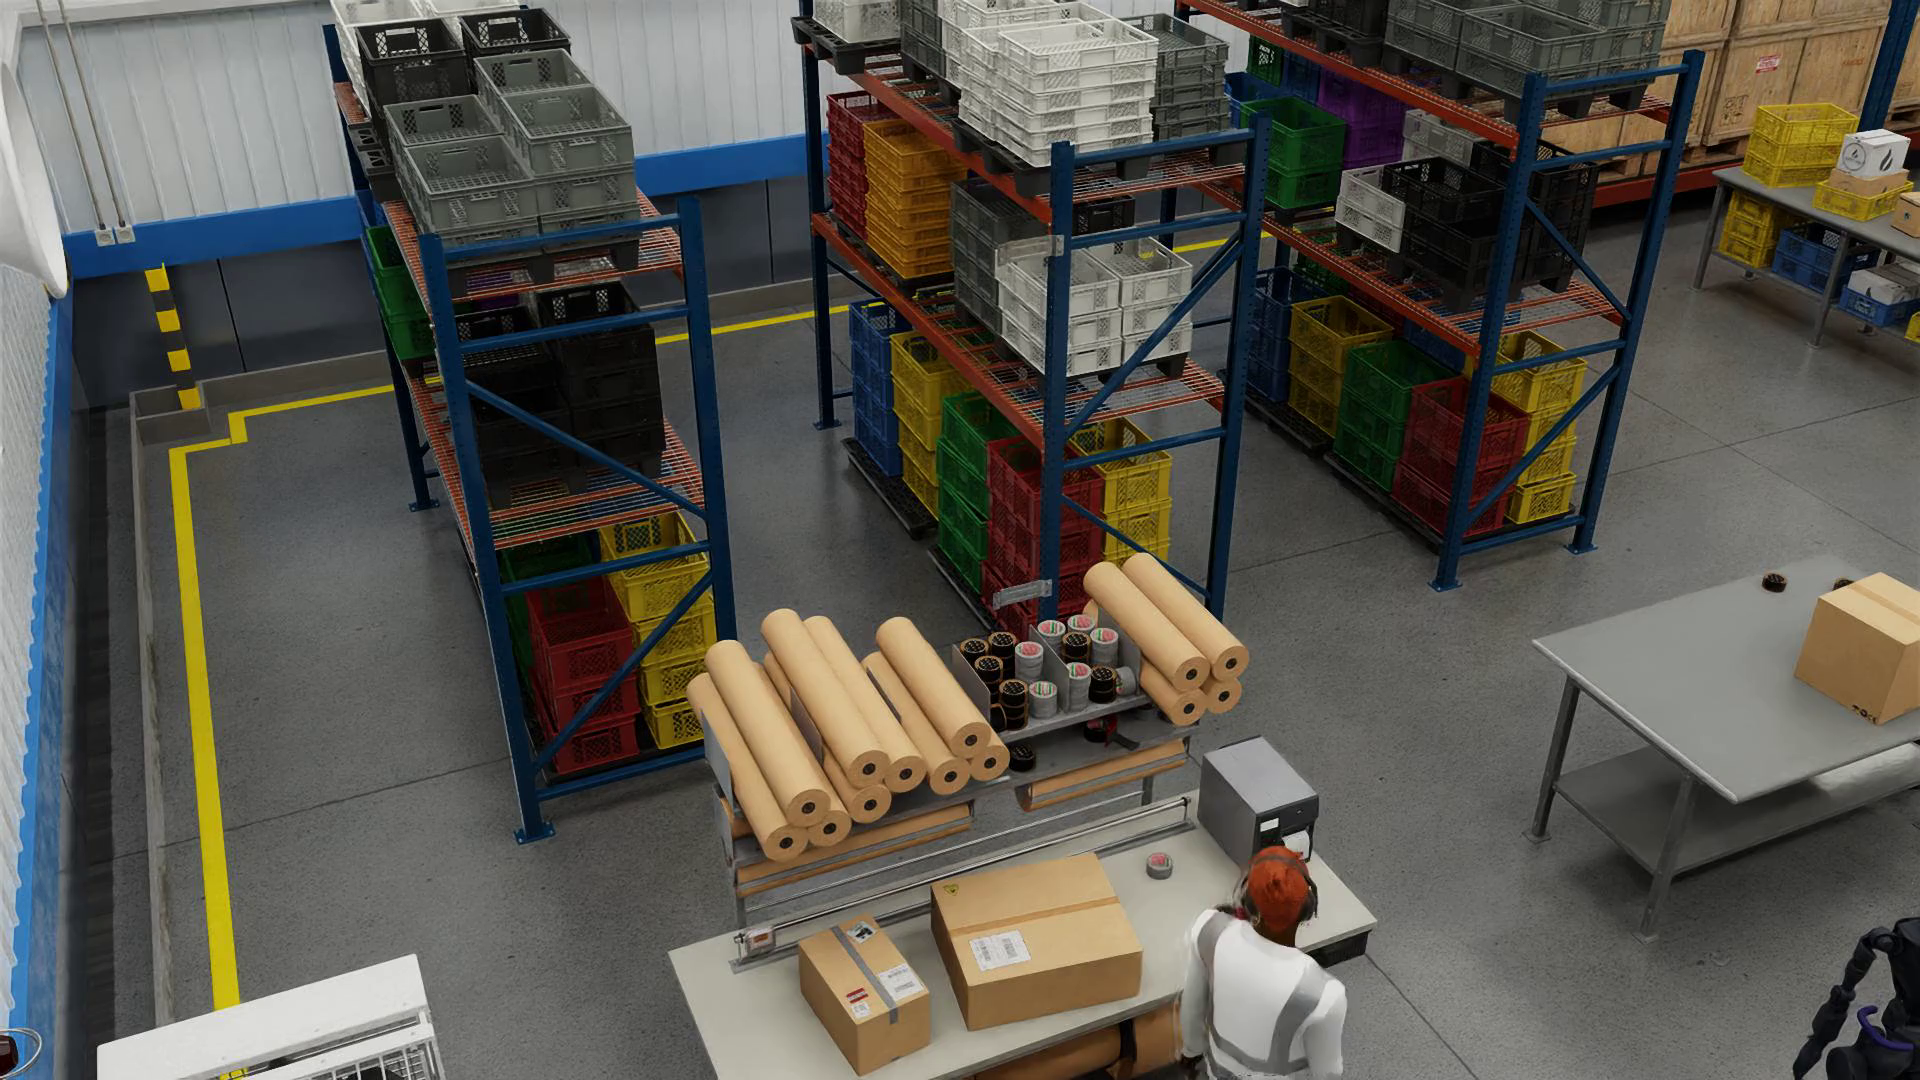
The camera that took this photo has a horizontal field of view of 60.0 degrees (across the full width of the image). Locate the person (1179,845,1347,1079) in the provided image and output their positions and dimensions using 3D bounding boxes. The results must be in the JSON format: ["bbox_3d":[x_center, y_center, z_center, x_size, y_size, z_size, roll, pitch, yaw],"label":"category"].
[{"bbox_3d":[0.951,1.810,5.518,0.695,1.858,0.595,-26,40,-36],"label":"person"}]

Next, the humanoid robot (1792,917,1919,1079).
[{"bbox_3d":[3.236,1.767,5.755,0.573,1.652,0.328,-1,32,-2],"label":"humanoid robot"}]
